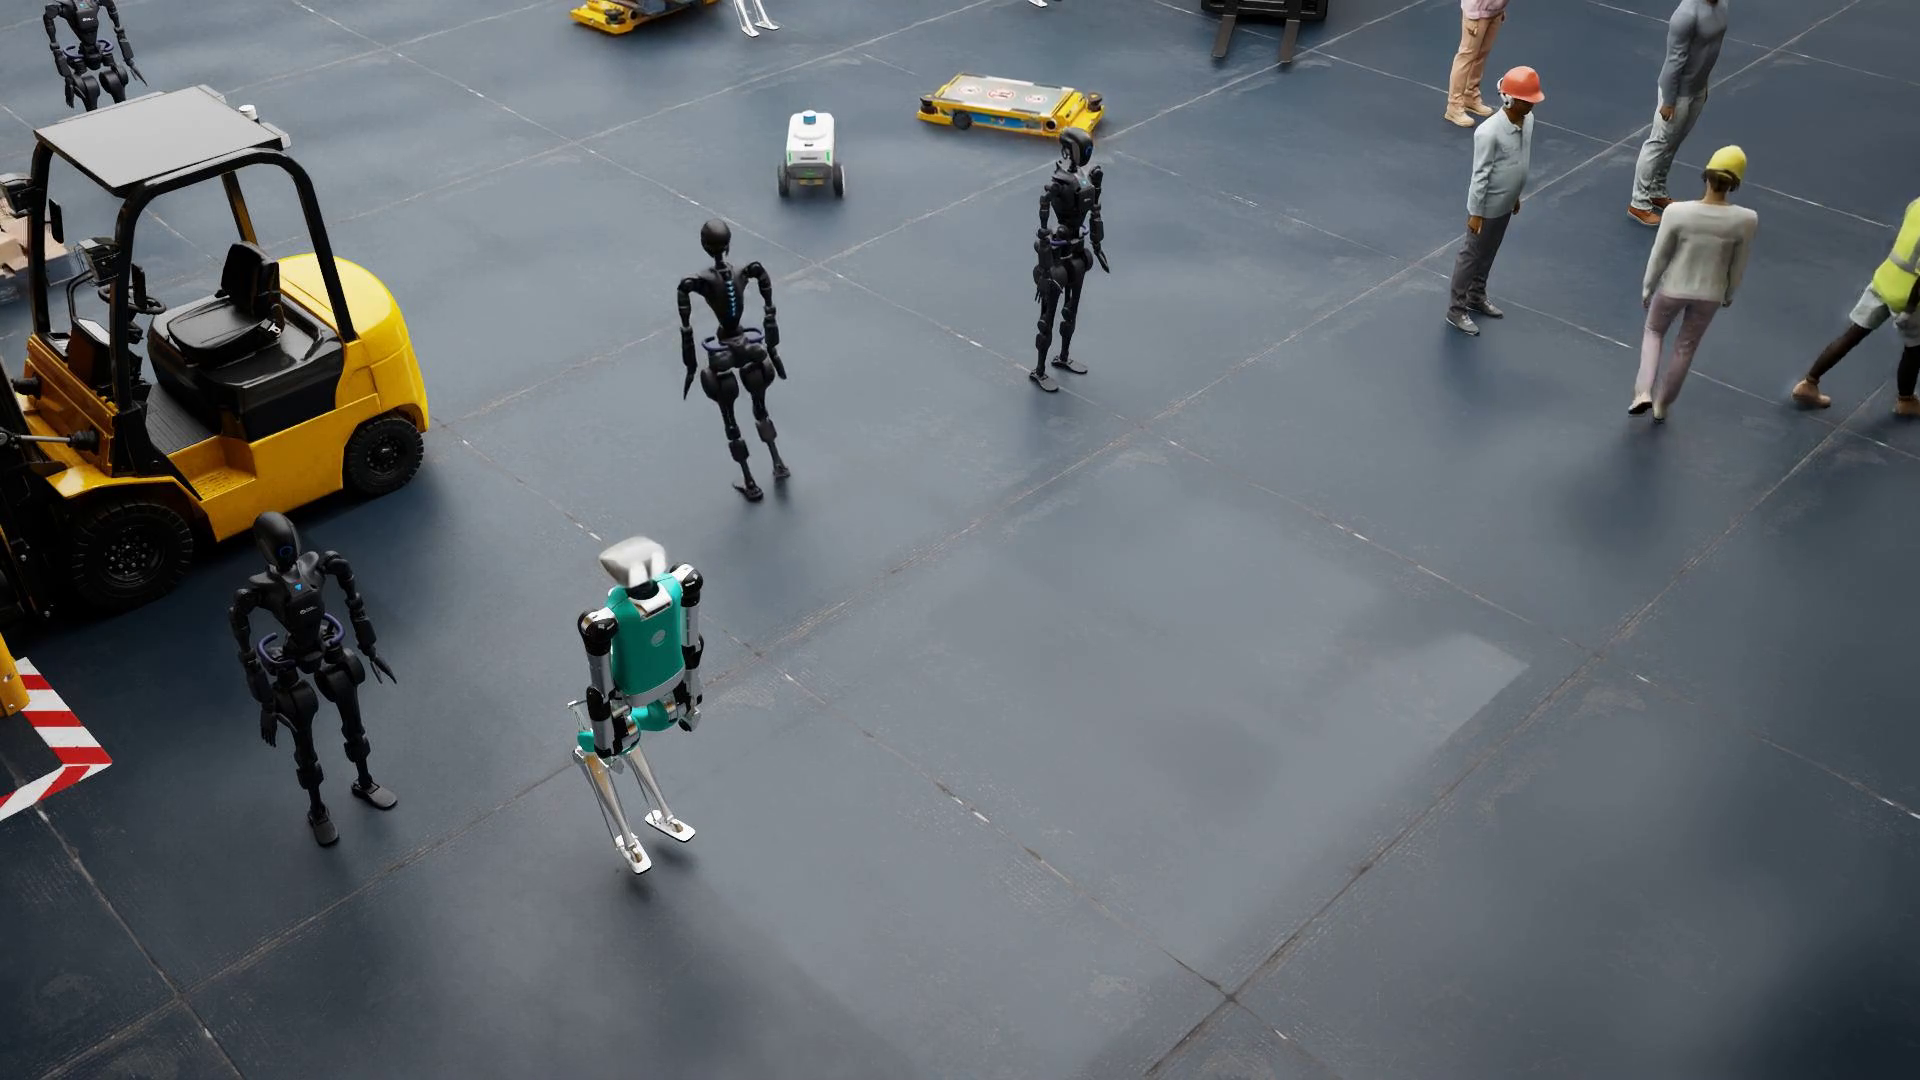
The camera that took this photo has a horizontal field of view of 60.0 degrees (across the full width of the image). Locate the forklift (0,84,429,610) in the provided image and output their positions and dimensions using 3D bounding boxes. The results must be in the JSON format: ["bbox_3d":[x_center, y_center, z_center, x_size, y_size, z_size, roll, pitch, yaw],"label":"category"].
[{"bbox_3d":[-4.145,-1.093,8.856,2.313,2.155,1.214,-31,47,-34],"label":"forklift"}]

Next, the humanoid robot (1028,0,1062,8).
[{"bbox_3d":[0.763,-5.881,15.528,0.533,1.681,0.735,-31,47,-34],"label":"humanoid robot"}]

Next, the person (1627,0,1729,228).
[{"bbox_3d":[5.190,-3.215,11.907,0.372,1.940,0.630,31,46,34],"label":"person"}]

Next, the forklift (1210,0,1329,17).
[{"bbox_3d":[3.106,-6.400,15.960,1.214,2.155,2.313,8,37,10],"label":"forklift"}]

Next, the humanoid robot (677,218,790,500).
[{"bbox_3d":[-1.233,-0.974,9.131,0.591,1.645,0.378,-17,40,-22],"label":"humanoid robot"}]

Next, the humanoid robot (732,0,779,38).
[{"bbox_3d":[-1.902,-5.403,14.891,0.533,1.677,0.735,-31,47,-34],"label":"humanoid robot"}]

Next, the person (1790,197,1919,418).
[{"bbox_3d":[5.533,-1.467,9.804,0.861,1.651,0.525,0,37,0],"label":"person"}]

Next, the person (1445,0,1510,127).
[{"bbox_3d":[4.230,-4.277,13.456,0.401,1.784,0.521,31,46,34],"label":"person"}]

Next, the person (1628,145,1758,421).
[{"bbox_3d":[4.263,-1.459,9.723,0.524,1.741,0.411,12,38,16],"label":"person"}]

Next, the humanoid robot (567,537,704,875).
[{"bbox_3d":[-1.392,0.611,6.838,0.533,1.681,0.735,-31,47,-34],"label":"humanoid robot"}]

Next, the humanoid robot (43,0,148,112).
[{"bbox_3d":[-6.502,-3.543,12.552,0.599,1.657,0.315,-31,47,-34],"label":"humanoid robot"}]

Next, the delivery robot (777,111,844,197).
[{"bbox_3d":[-1.142,-2.991,12.756,0.499,0.587,0.788,-1,37,-1],"label":"delivery robot"}]

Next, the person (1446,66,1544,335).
[{"bbox_3d":[3.447,-2.189,10.685,0.323,1.751,0.560,31,46,34],"label":"person"}]

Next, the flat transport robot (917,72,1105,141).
[{"bbox_3d":[0.423,-3.587,13.799,1.431,0.231,0.659,13,39,16],"label":"flat transport robot"}]

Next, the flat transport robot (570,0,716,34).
[{"bbox_3d":[-2.973,-5.189,15.943,0.659,0.231,1.431,27,45,32],"label":"flat transport robot"}]

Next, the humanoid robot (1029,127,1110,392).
[{"bbox_3d":[0.658,-1.721,10.110,0.599,1.659,0.315,-31,47,-34],"label":"humanoid robot"}]

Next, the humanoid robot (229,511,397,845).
[{"bbox_3d":[-2.728,0.562,7.055,0.599,1.657,0.315,-31,47,-34],"label":"humanoid robot"}]
